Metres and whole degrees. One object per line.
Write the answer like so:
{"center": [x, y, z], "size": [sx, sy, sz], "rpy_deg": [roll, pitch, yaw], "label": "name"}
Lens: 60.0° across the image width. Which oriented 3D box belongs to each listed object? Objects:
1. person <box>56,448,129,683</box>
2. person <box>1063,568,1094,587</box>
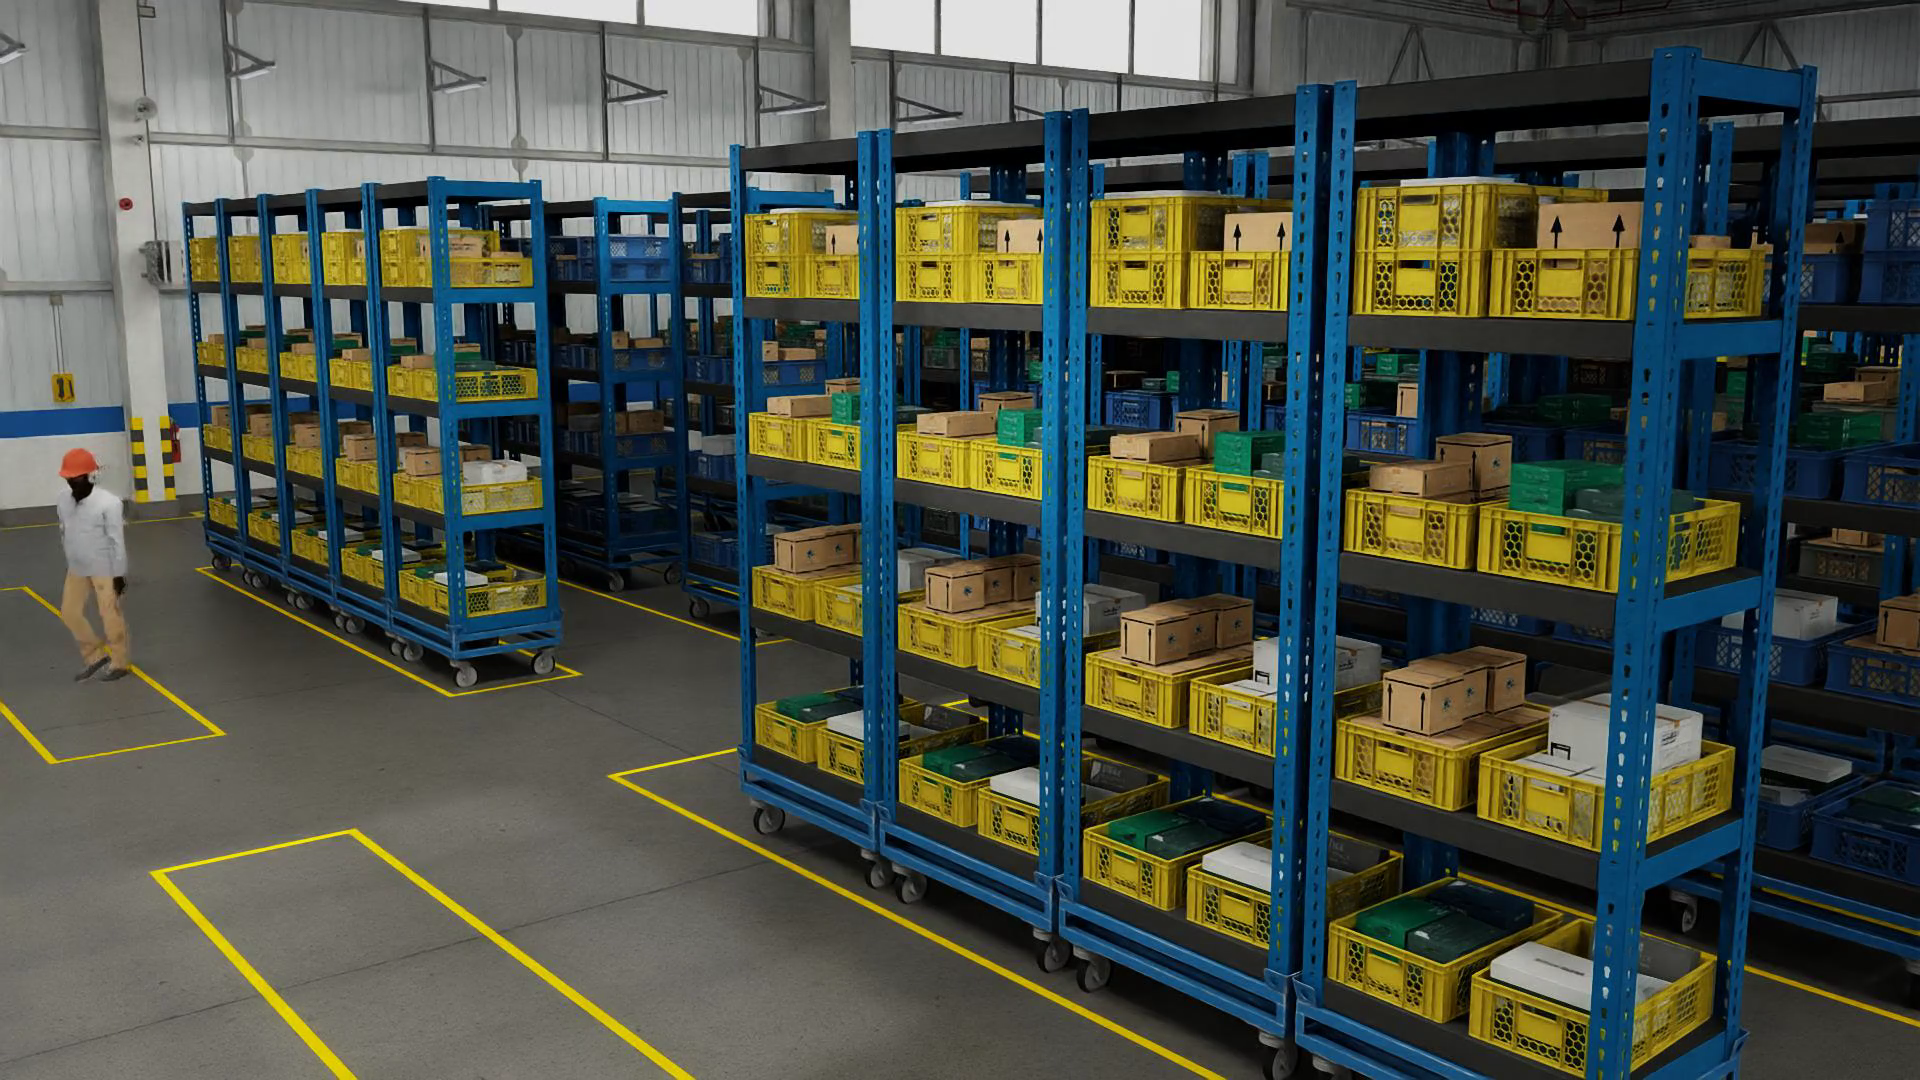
{"center": [-6.210, 0.188, 11.915], "size": [0.579, 1.720, 0.491], "rpy_deg": [3, 10, 16], "label": "person"}
{"center": [0.974, -0.183, 13.809], "size": [0.389, 1.841, 0.564], "rpy_deg": [-7, 12, -37], "label": "person"}
